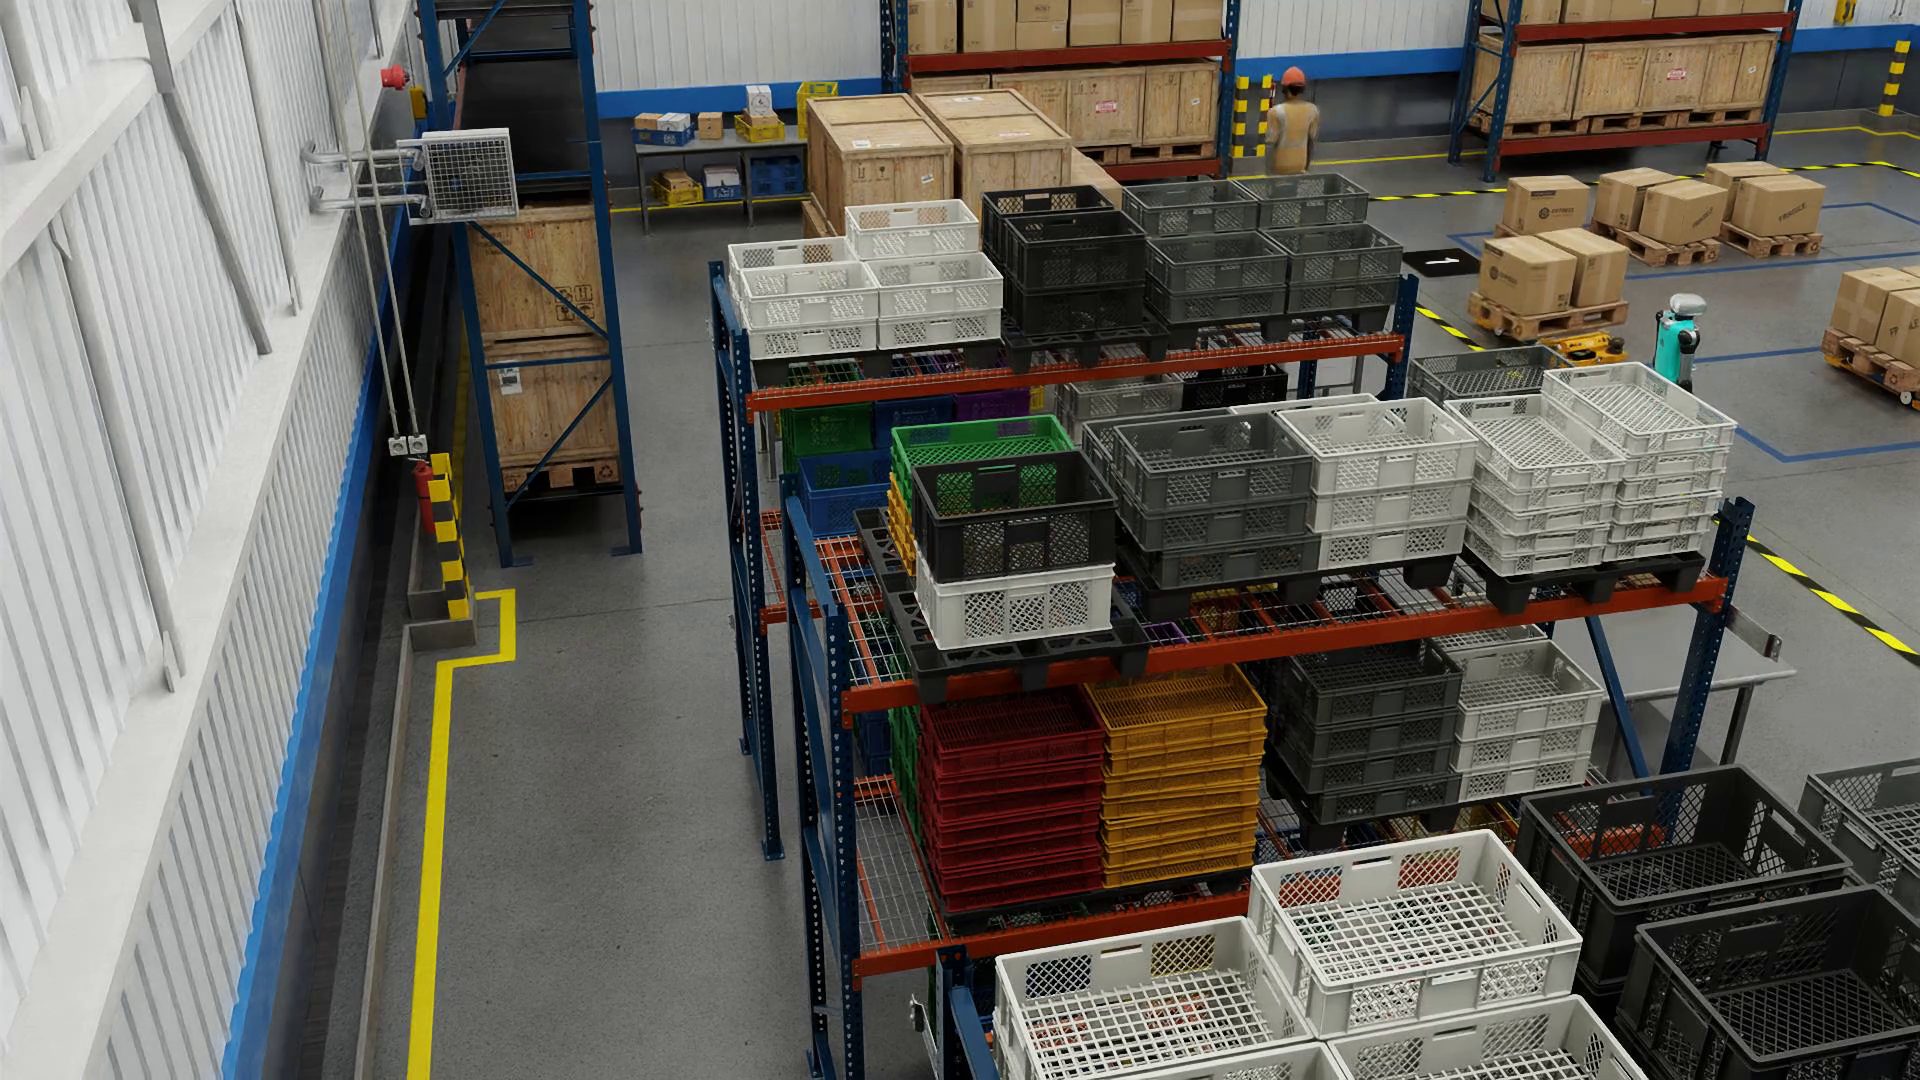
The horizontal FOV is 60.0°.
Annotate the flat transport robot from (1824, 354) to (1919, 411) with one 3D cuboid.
[{"bbox_3d":[8.473,-1.467,14.800,0.652,0.197,1.431,-6,28,-12],"label":"flat transport robot"}]

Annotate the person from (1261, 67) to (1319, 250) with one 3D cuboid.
[{"bbox_3d":[3.513,-4.095,17.973,0.628,1.993,0.950,-8,29,-15],"label":"person"}]

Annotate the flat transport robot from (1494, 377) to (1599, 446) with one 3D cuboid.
[{"bbox_3d":[4.780,-1.036,14.013,0.659,0.231,1.431,-6,28,-12],"label":"flat transport robot"}]

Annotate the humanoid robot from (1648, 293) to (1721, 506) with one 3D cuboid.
[{"bbox_3d":[5.404,-1.005,12.236,0.735,1.675,0.533,-1,28,-2],"label":"humanoid robot"}]

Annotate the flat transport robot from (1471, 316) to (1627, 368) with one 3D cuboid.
[{"bbox_3d":[5.582,-1.992,15.796,0.652,0.197,1.431,-11,30,-20],"label":"flat transport robot"}]
